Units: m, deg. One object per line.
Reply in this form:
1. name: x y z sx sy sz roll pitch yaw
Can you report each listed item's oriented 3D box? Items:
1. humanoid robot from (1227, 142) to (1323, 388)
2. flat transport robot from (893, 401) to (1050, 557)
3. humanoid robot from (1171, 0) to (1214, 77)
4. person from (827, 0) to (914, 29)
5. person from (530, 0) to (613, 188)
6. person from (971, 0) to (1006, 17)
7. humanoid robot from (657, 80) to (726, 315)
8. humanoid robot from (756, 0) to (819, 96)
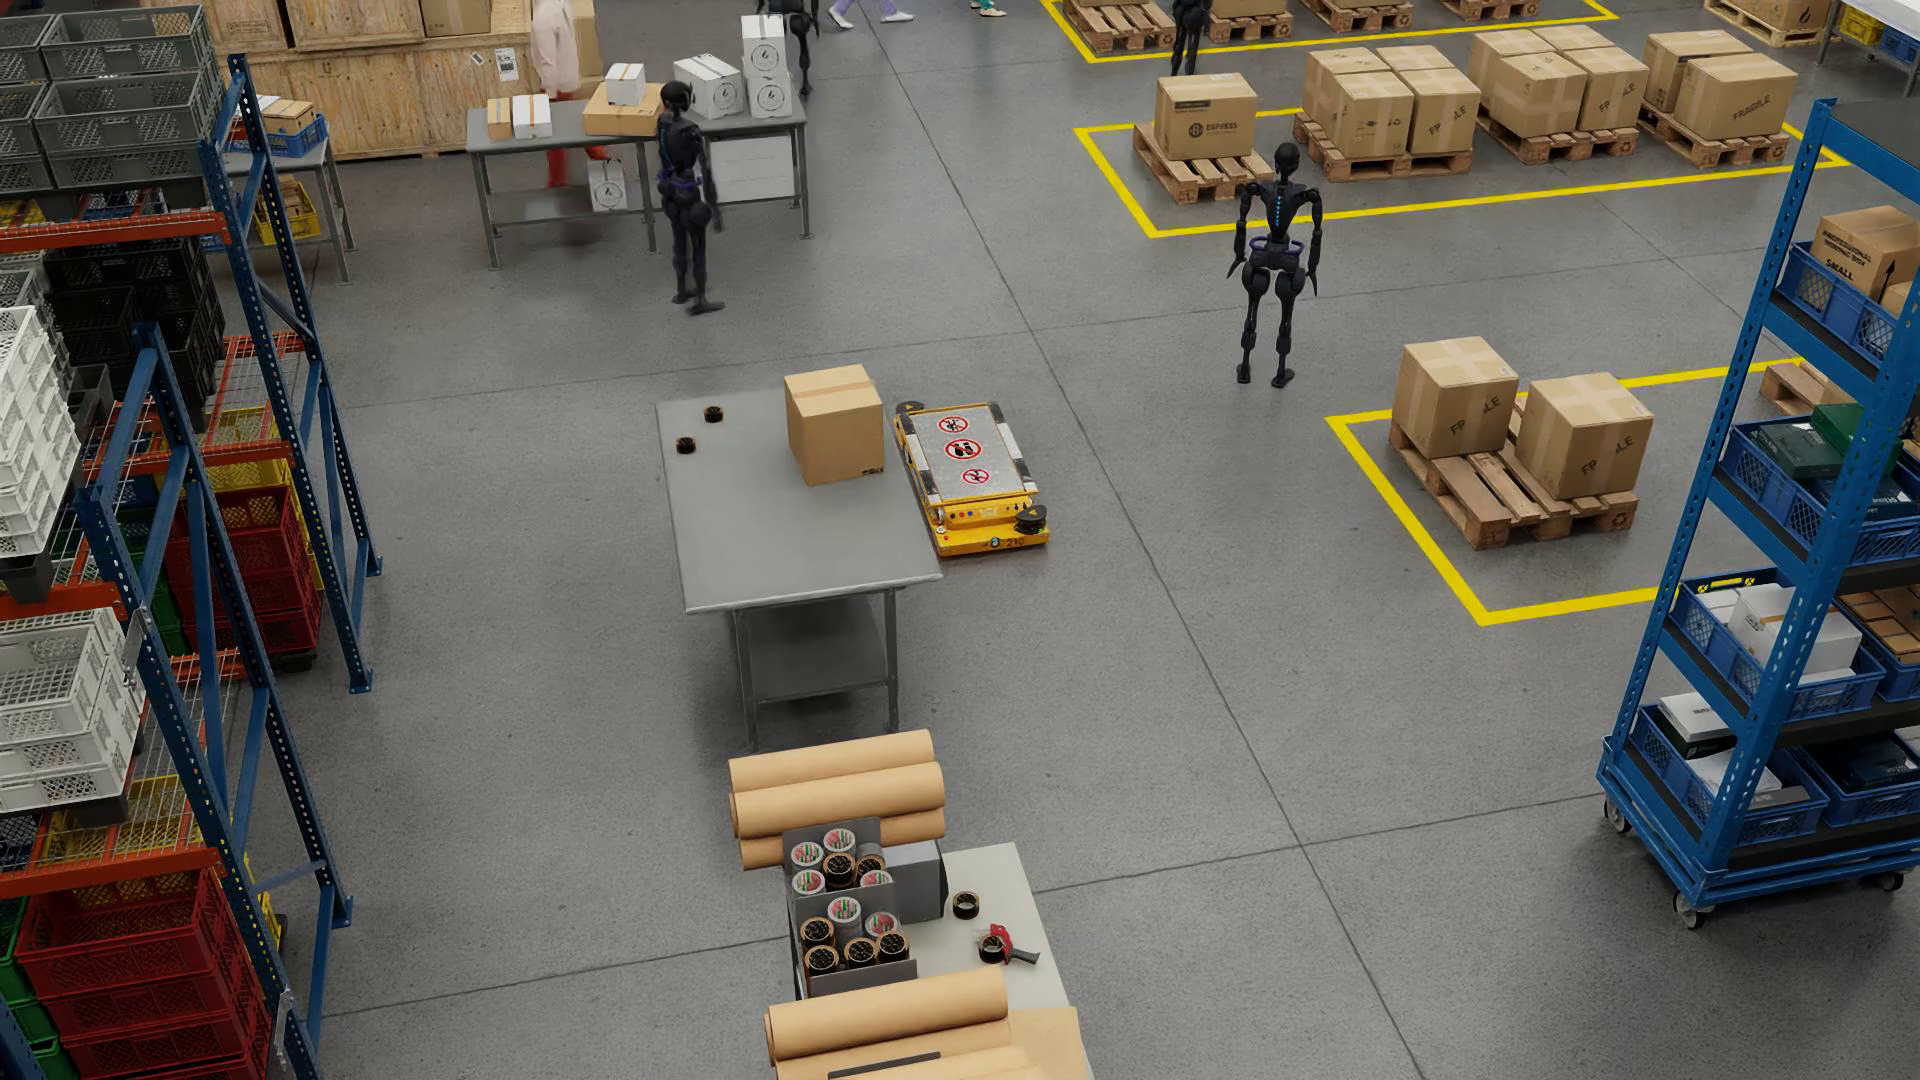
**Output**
1. humanoid robot: 2.030 -1.784 10.759 0.601 1.657 0.324 11 38 15
2. flat transport robot: 0.046 -0.430 10.108 0.652 0.197 1.431 -8 37 -10
3. humanoid robot: 2.061 -4.765 14.766 0.315 1.657 0.610 -12 38 -16
4. person: -0.901 -5.922 16.148 0.842 1.892 0.595 -10 38 -13
5. person: -3.119 -3.591 12.949 0.635 1.973 0.634 3 37 4
6. person: 0.297 -6.127 16.533 0.328 1.767 0.527 -11 38 -14
7. humanoid robot: -1.898 -2.382 11.577 0.341 1.667 0.589 -30 46 -34
8. humanoid robot: -1.533 -4.668 14.660 0.595 1.637 0.631 0 37 0
